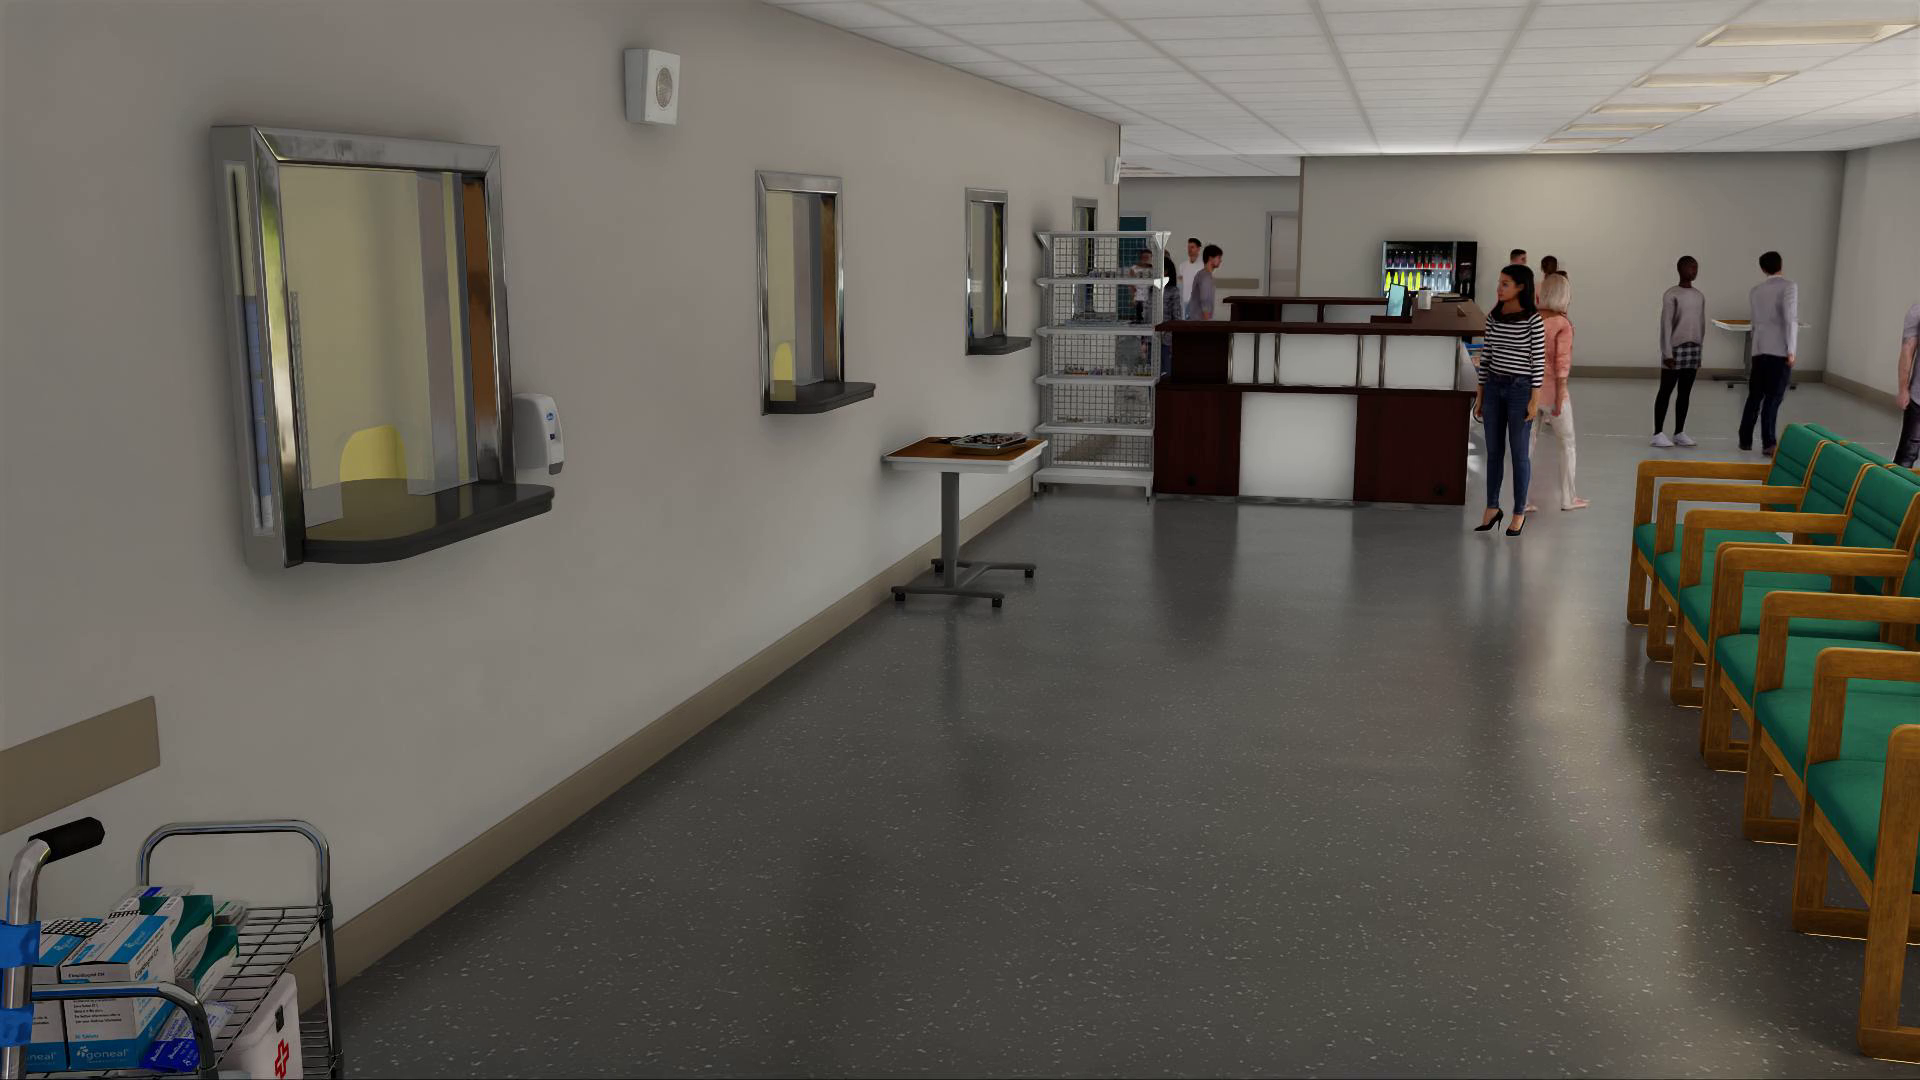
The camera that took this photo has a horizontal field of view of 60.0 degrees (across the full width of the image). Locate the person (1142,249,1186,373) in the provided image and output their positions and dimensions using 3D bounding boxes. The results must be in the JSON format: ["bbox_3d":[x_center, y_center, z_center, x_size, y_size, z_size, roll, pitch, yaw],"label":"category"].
[{"bbox_3d":[2.253,-2.243,18.030,1.039,1.790,0.959,6,12,30],"label":"person"}]

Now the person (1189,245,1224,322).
[{"bbox_3d":[2.632,-2.416,18.870,0.733,1.816,0.671,2,11,12],"label":"person"}]

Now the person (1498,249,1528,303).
[{"bbox_3d":[6.726,-2.685,20.527,0.988,1.728,1.137,-10,14,-42],"label":"person"}]

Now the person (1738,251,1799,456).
[{"bbox_3d":[7.336,-1.683,15.012,0.821,1.814,0.914,0,11,-1],"label":"person"}]

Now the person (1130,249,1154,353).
[{"bbox_3d":[3.030,-3.929,27.212,0.893,1.680,0.946,-5,12,-25],"label":"person"}]

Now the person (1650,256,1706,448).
[{"bbox_3d":[6.714,-1.759,15.530,0.650,1.771,0.757,-3,11,-16],"label":"person"}]

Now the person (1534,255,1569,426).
[{"bbox_3d":[5.982,-1.997,16.965,1.095,1.703,0.700,2,11,12],"label":"person"}]

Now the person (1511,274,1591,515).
[{"bbox_3d":[4.071,-1.011,11.785,0.939,1.698,0.904,-8,13,-35],"label":"person"}]

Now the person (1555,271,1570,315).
[{"bbox_3d":[7.760,-2.765,21.663,0.491,1.460,0.531,3,11,16],"label":"person"}]

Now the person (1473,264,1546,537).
[{"bbox_3d":[3.644,-0.923,11.017,0.726,1.794,0.627,-9,14,-39],"label":"person"}]

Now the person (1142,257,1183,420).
[{"bbox_3d":[2.104,-2.066,17.247,0.751,1.733,0.650,-9,14,-39],"label":"person"}]

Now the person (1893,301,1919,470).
[{"bbox_3d":[6.666,-0.994,11.319,0.570,1.837,0.771,1,11,6],"label":"person"}]

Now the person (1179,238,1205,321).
[{"bbox_3d":[3.514,-3.524,24.614,0.759,1.853,0.846,7,13,33],"label":"person"}]
